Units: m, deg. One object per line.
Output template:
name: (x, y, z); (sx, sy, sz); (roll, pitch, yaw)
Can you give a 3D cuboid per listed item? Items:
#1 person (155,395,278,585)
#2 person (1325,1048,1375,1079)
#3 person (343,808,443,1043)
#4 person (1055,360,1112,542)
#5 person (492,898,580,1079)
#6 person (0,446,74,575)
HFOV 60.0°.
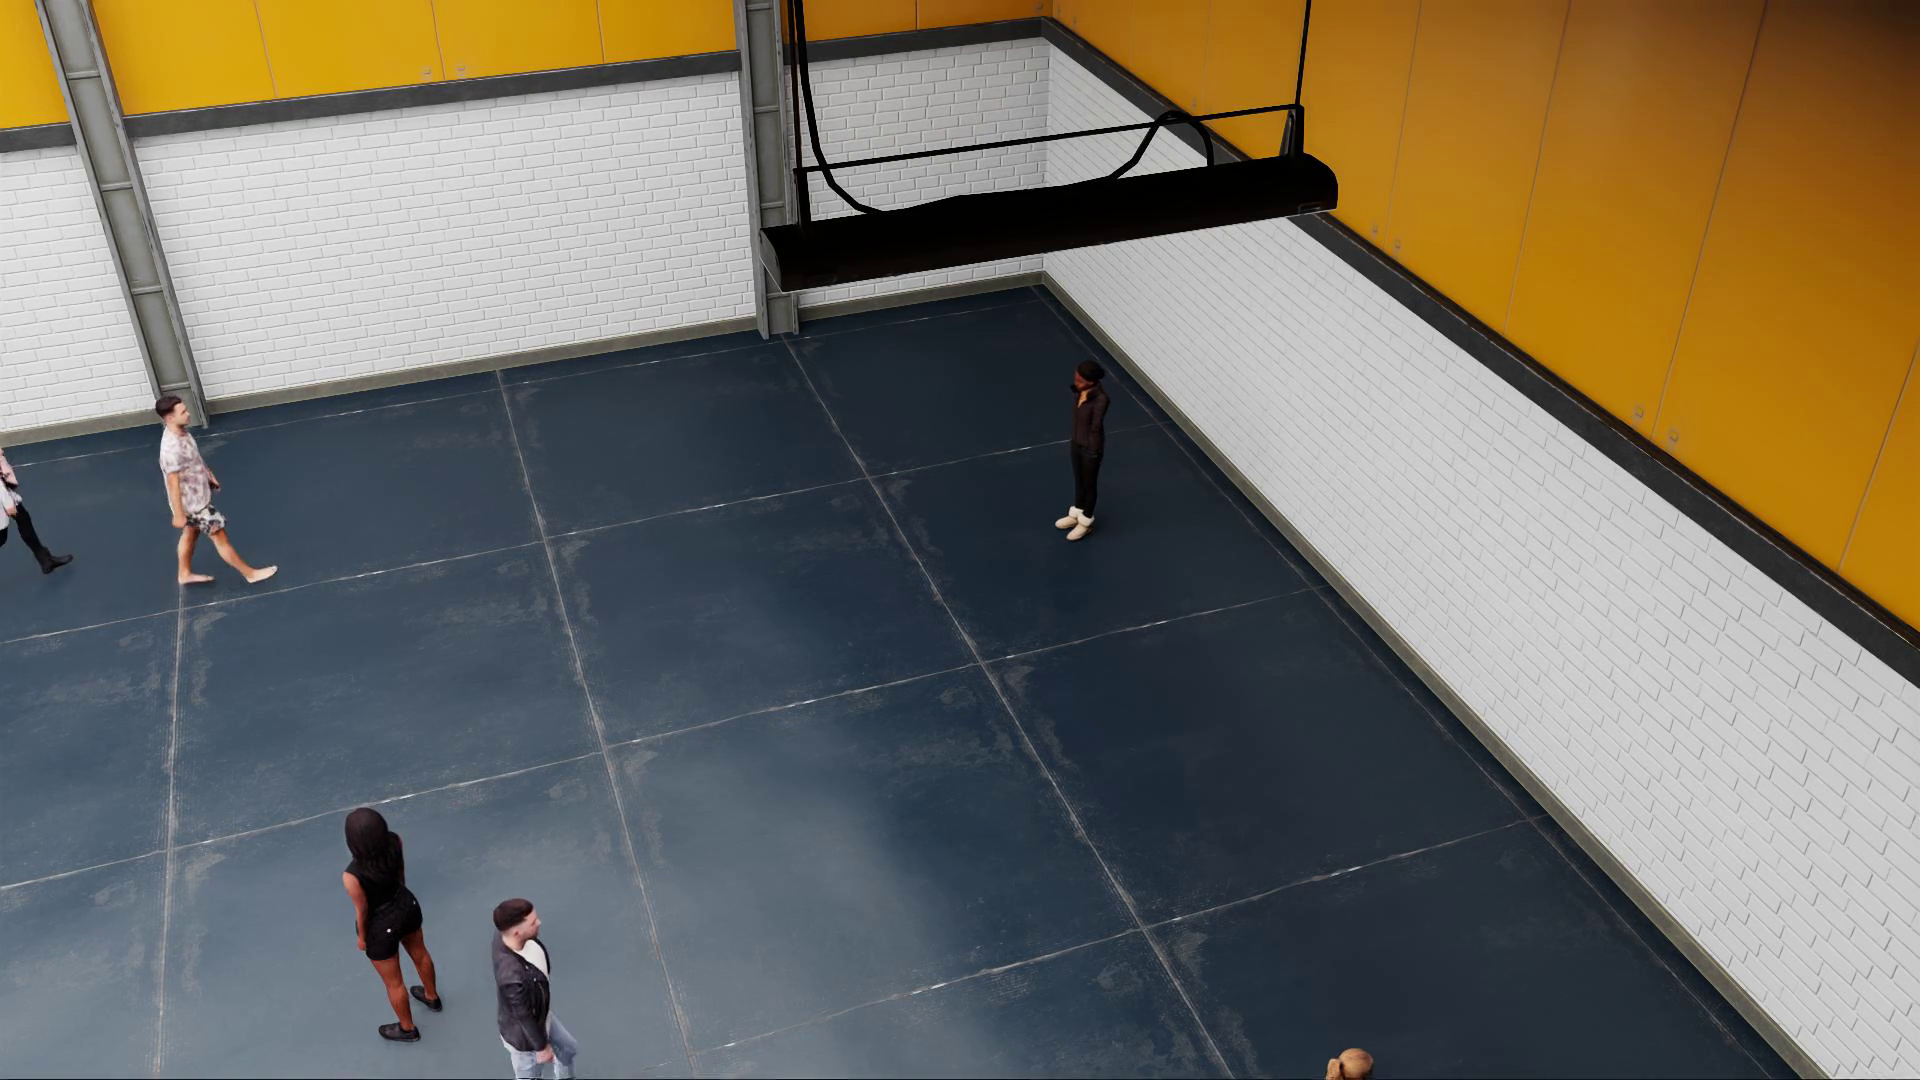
person: (-6.376, -0.347, 13.586); (1.056, 1.781, 0.753); (-9, 35, -14)
person: (1.954, 3.156, 8.780); (0.656, 1.268, 0.505); (-14, 36, -20)
person: (-3.345, 2.233, 9.741); (0.720, 1.741, 0.674); (12, 35, 17)
person: (1.120, -0.820, 14.406); (0.678, 1.661, 0.612); (-16, 37, -23)
person: (-2.439, 2.650, 9.043); (0.780, 1.820, 0.729); (-7, 34, -10)
person: (-7.967, -0.309, 13.540); (1.031, 1.769, 1.267); (26, 41, 33)
